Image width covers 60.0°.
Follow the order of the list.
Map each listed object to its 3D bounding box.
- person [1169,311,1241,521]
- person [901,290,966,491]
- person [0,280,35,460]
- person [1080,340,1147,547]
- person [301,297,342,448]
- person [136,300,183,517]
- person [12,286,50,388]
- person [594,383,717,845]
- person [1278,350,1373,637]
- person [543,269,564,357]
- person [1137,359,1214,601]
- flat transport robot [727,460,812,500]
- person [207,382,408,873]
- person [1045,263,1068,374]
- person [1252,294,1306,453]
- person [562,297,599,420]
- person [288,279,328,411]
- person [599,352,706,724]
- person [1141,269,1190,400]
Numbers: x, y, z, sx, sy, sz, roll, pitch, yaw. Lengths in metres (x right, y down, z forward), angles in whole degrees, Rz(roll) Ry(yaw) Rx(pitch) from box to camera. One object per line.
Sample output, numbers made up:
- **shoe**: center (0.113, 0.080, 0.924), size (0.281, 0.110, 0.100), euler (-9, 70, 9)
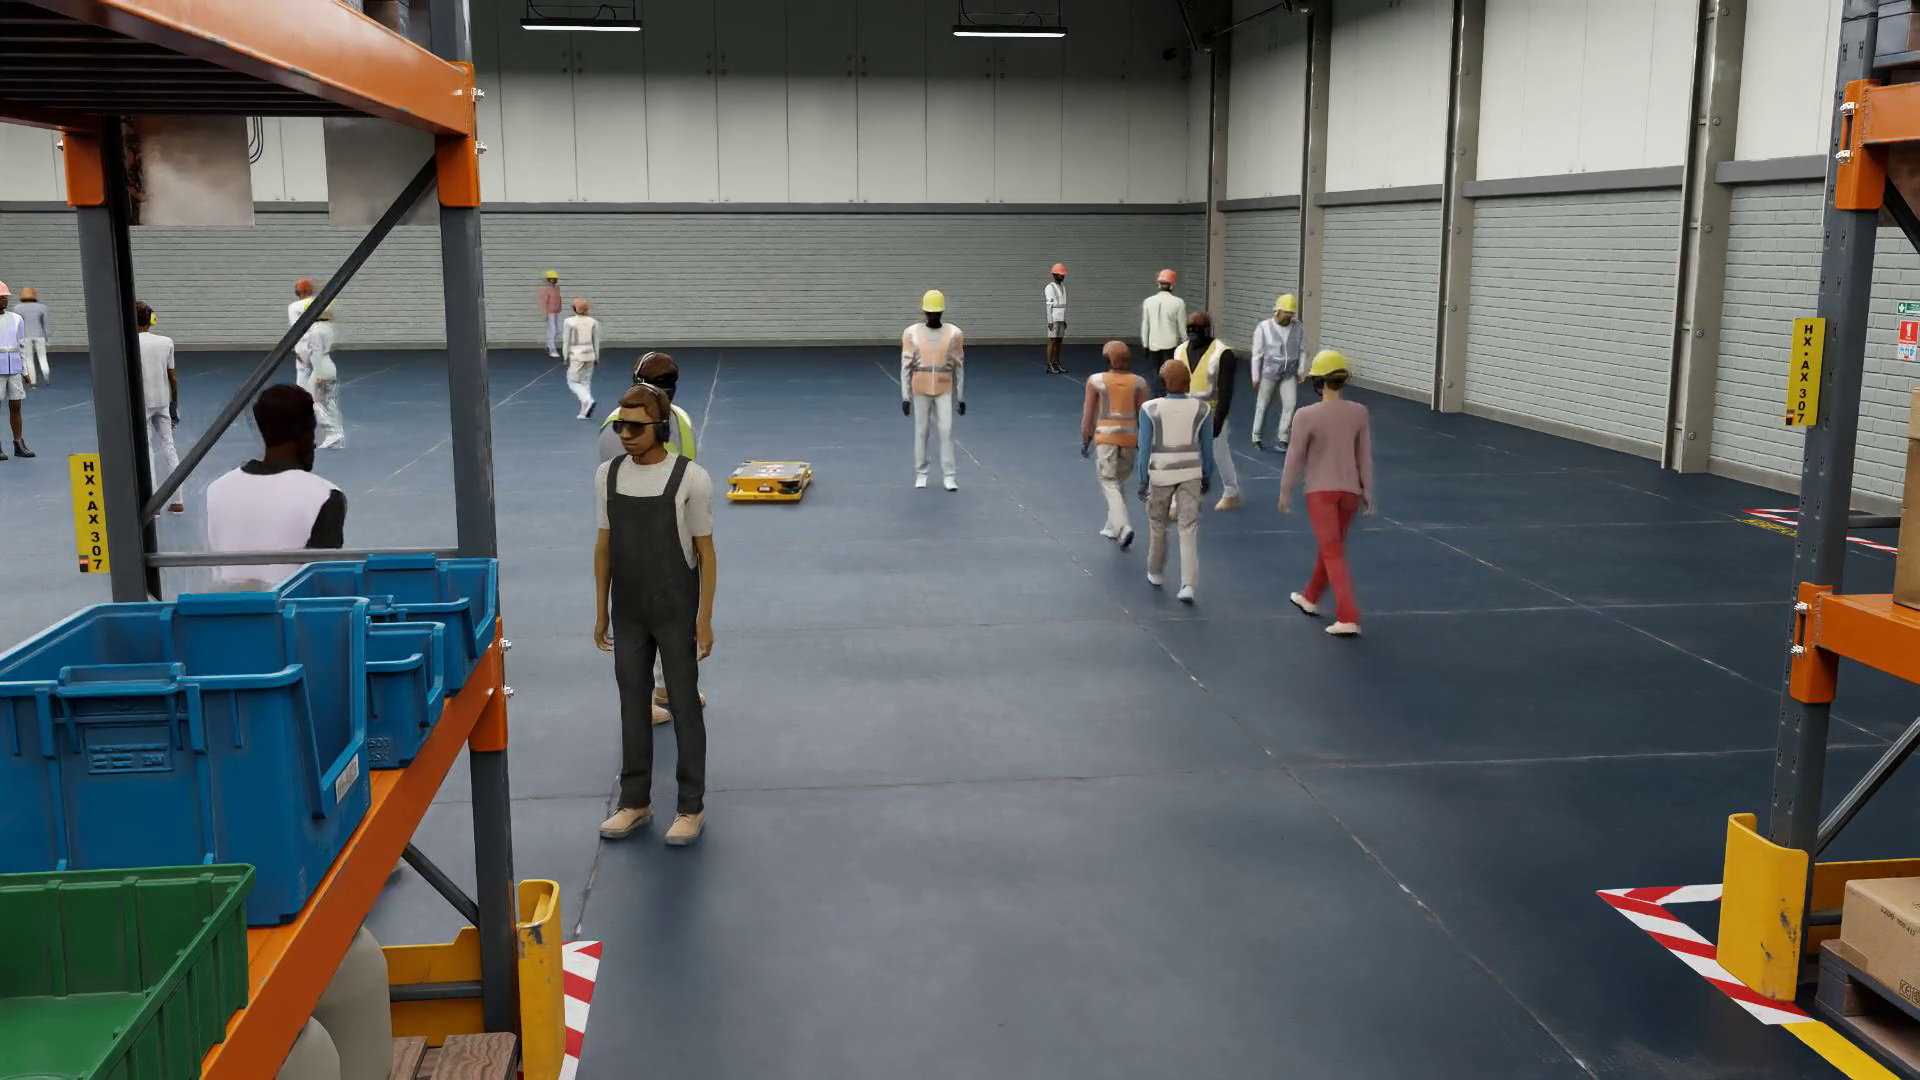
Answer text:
- **person**: center (2.135, -1.081, 14.320), size (0.617, 1.793, 0.976), euler (8, 13, 36)
- **person**: center (-0.251, -1.422, 15.859), size (0.616, 1.921, 0.503), euler (-1, 10, -3)
- **person**: center (-10.366, -1.840, 18.030), size (0.350, 1.942, 0.545), euler (7, 12, 33)
- **person**: center (1.236, -0.753, 12.995), size (0.519, 1.609, 0.748), euler (-4, 11, -19)
- **person**: center (-7.228, -1.877, 18.821), size (0.400, 1.733, 0.497), euler (-1, 10, -3)
- **person**: center (-6.983, -1.121, 14.310), size (0.336, 1.864, 0.512), euler (8, 13, 37)
- **person**: center (-14.761, -3.215, 26.452), size (0.503, 1.623, 0.382), euler (-8, 13, -38)
- **person**: center (-1.213, 0.295, 6.597), size (0.517, 1.842, 0.325), euler (3, 11, 17)
- **person**: center (2.247, -0.302, 10.225), size (0.541, 1.712, 0.923), euler (-4, 11, -21)
- **person**: center (-8.133, -4.544, 33.361), size (0.363, 1.751, 0.550), euler (5, 11, 25)
- **person**: center (1.445, -0.409, 11.139), size (0.533, 1.592, 0.855), euler (0, 10, -3)
- **flat transport robot**: center (-1.779, -0.571, 15.658), size (0.652, 0.197, 1.431), euler (0, 10, 0)
- **person**: center (-2.359, 0.377, 6.020), size (0.593, 1.883, 0.824), euler (3, 11, 16)
- **person**: center (1.728, -3.892, 29.292), size (0.360, 1.935, 0.552), euler (7, 12, 32)
- **person**: center (3.554, -1.845, 18.540), size (0.610, 1.769, 0.756), euler (-2, 10, -9)
- **person**: center (-4.919, -2.358, 21.736), size (0.528, 1.620, 0.511), euler (-10, 14, -43)
- **person**: center (-8.865, -2.636, 22.721), size (0.576, 1.837, 1.004), euler (-10, 14, -43)
- **person**: center (-1.509, -0.021, 8.338), size (0.429, 1.839, 0.633), euler (5, 11, 25)
- **person**: center (2.728, -2.571, 21.923), size (0.625, 1.977, 0.464), euler (9, 13, 39)
